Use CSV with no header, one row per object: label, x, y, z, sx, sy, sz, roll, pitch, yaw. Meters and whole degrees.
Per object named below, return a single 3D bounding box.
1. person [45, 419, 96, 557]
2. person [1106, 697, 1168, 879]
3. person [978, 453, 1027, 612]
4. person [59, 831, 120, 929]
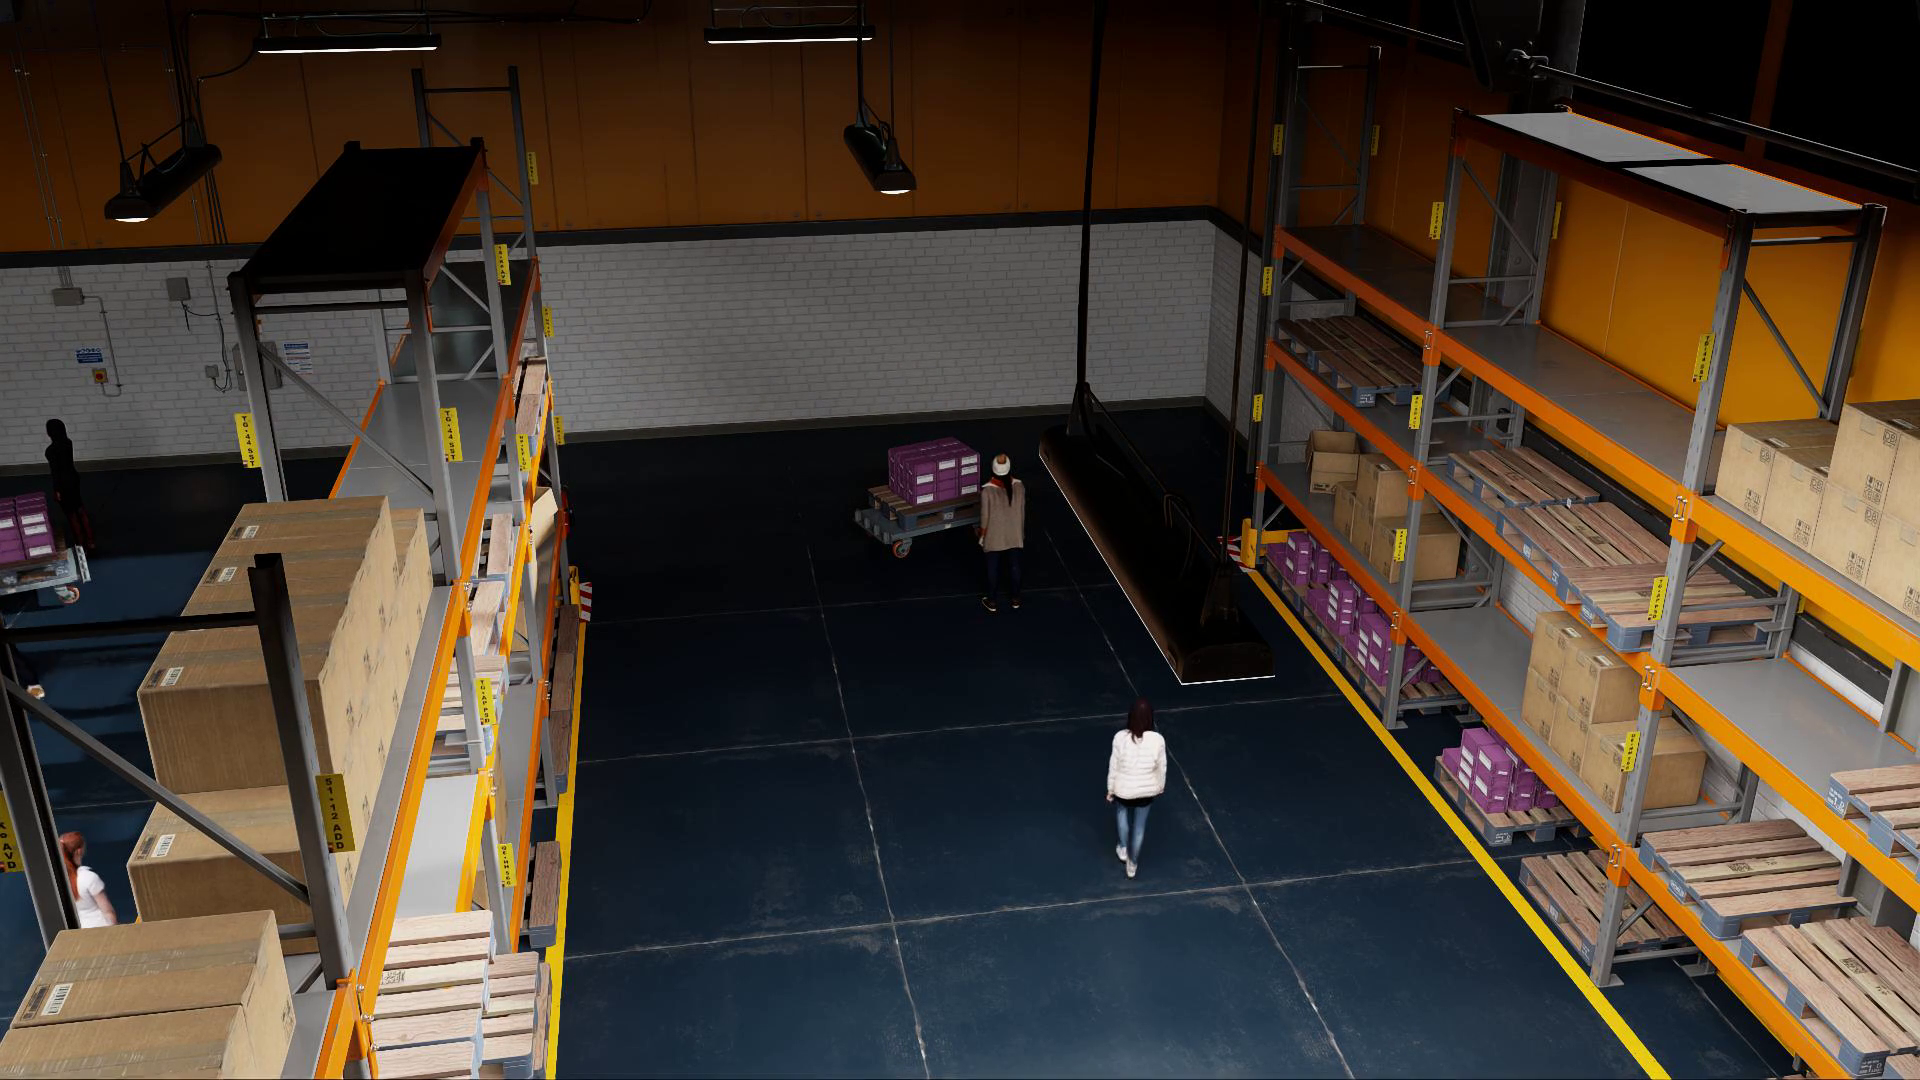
person,-10.755,-0.647,20.022,0.707,1.721,0.495,0,24,0
person,1.464,2.094,13.870,0.734,1.626,0.764,2,24,5
person,0.474,-0.112,18.591,0.697,1.887,0.668,-6,24,-13
person,-6.253,2.868,11.961,0.625,1.737,0.605,2,24,5
